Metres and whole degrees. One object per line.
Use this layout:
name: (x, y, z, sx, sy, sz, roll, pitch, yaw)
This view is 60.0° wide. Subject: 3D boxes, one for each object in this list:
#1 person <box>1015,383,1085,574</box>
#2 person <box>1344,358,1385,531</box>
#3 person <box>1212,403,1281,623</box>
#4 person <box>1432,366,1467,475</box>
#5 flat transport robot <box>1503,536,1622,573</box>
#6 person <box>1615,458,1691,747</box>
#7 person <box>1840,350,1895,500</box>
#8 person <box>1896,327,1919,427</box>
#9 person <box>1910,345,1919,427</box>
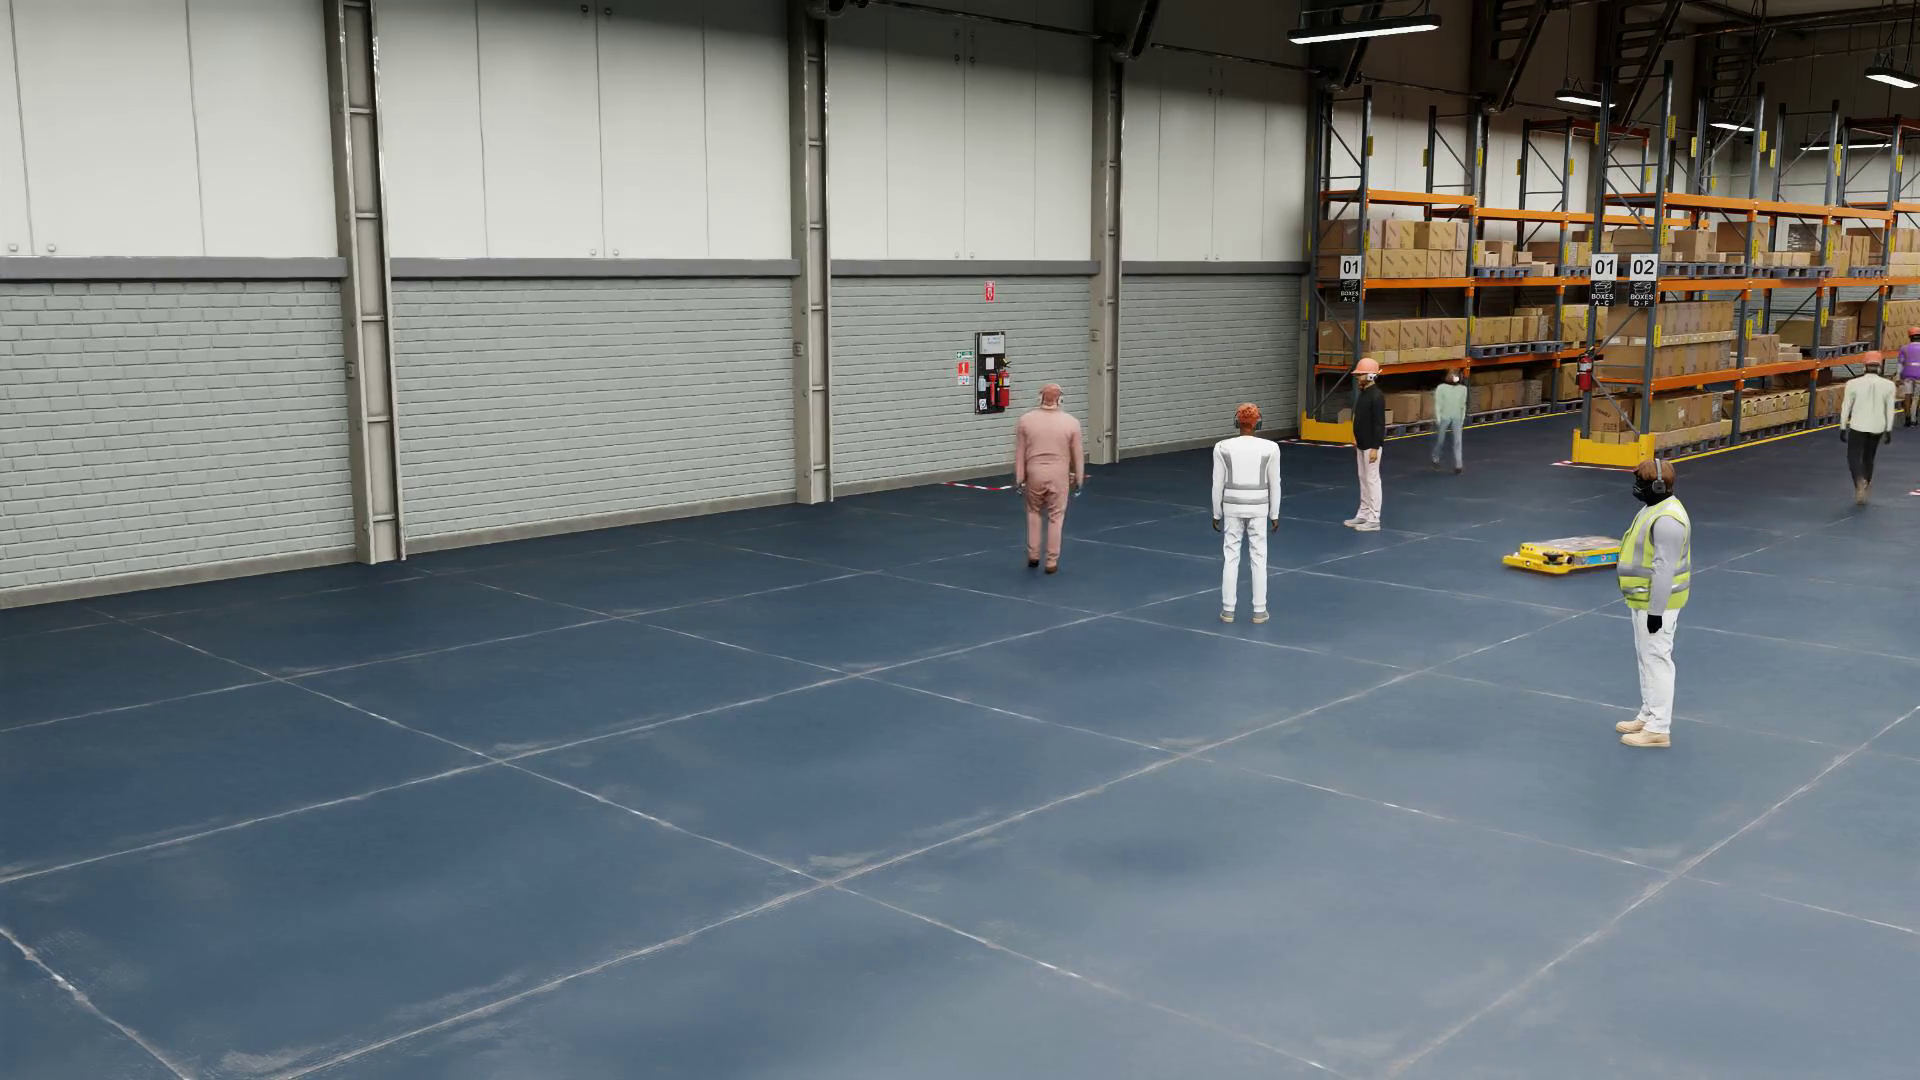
person: (0.905, -0.621, 16.592, 0.686, 1.887, 0.620, 1, 9, 9)
person: (4.700, -1.103, 19.217, 0.394, 1.994, 0.612, -1, 9, -5)
person: (2.445, -0.227, 14.214, 0.581, 1.882, 0.351, 2, 9, 11)
person: (7.236, -1.790, 24.622, 0.501, 1.594, 0.844, -1, 9, -3)
flat transport robot: (6.282, 0.136, 16.904, 1.431, 0.197, 0.652, -5, 11, -29)
person: (4.405, 0.393, 10.606, 0.430, 1.836, 0.628, 2, 10, 13)
person: (11.727, -1.461, 21.489, 0.623, 1.969, 0.790, 3, 10, 15)
person: (18.277, -3.131, 31.896, 0.564, 1.888, 0.882, 5, 11, 29)
person: (18.330, -3.074, 31.615, 0.508, 1.872, 0.329, 9, 13, 43)
